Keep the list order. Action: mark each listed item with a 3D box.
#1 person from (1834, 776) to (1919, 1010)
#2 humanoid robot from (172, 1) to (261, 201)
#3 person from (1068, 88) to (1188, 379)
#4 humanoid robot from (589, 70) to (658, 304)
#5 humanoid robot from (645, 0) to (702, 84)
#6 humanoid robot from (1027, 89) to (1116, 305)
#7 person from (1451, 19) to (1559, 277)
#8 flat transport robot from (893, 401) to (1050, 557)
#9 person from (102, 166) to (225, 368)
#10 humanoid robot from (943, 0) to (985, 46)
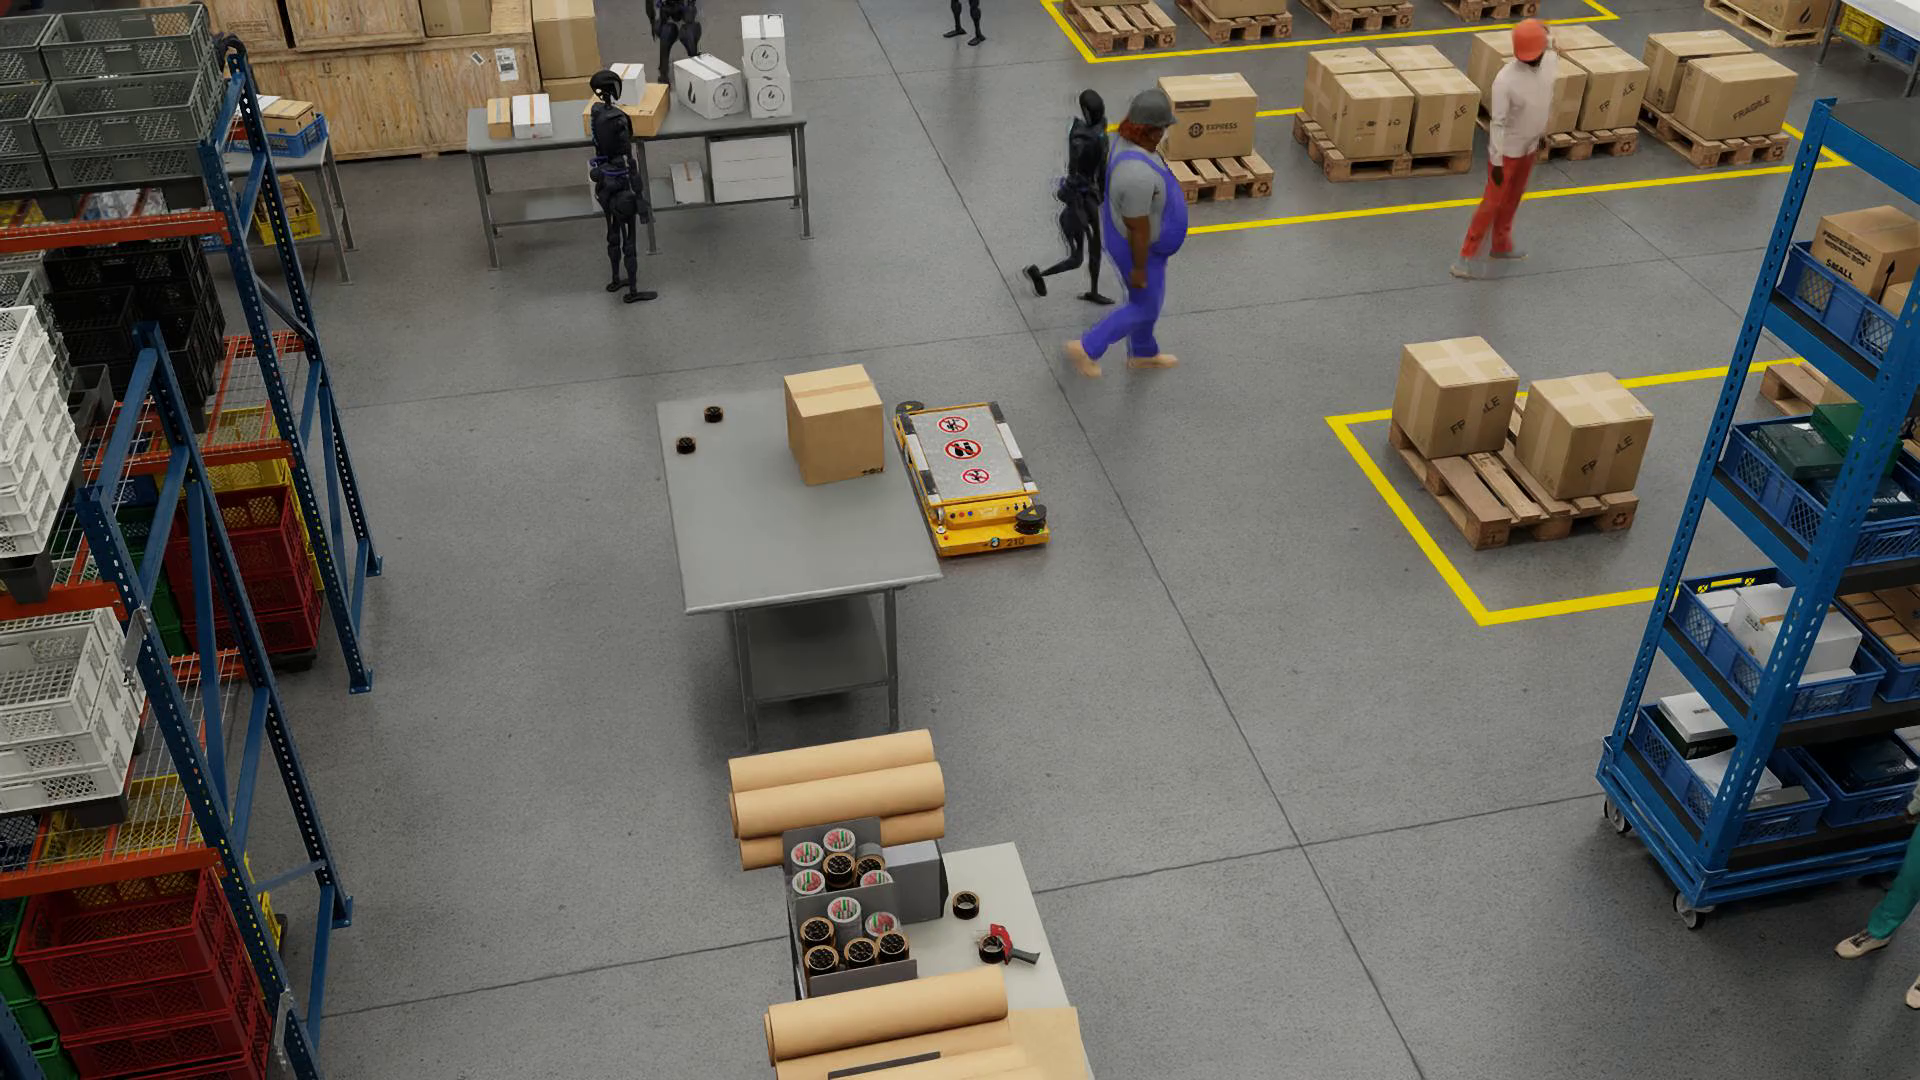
[{"bbox_3d":[4.063,1.190,6.700,0.326,1.765,0.525,-20,41,-24],"label":"person"},{"bbox_3d":[-5.674,-3.332,12.841,0.616,1.656,0.310,-17,40,-21],"label":"humanoid robot"},{"bbox_3d":[1.116,-1.939,10.678,0.679,2.000,0.697,-1,37,-1],"label":"person"},{"bbox_3d":[-2.402,-2.503,11.726,0.325,1.658,0.600,-25,43,-29],"label":"humanoid robot"},{"bbox_3d":[-2.471,-4.501,14.459,0.559,1.627,0.768,10,38,13],"label":"humanoid robot"},{"bbox_3d":[0.807,-2.393,11.610,0.567,1.639,0.618,16,40,21],"label":"humanoid robot"},{"bbox_3d":[4.008,-2.833,11.967,0.718,1.942,0.376,-25,43,-30],"label":"person"},{"bbox_3d":[0.046,-0.430,10.108,0.652,0.197,1.431,-8,37,-10],"label":"flat transport robot"},{"bbox_3d":[-5.260,-1.808,10.640,0.637,1.867,0.572,-26,44,-31],"label":"person"},{"bbox_3d":[0.015,-5.578,15.874,0.604,1.647,0.353,28,45,33],"label":"humanoid robot"}]
